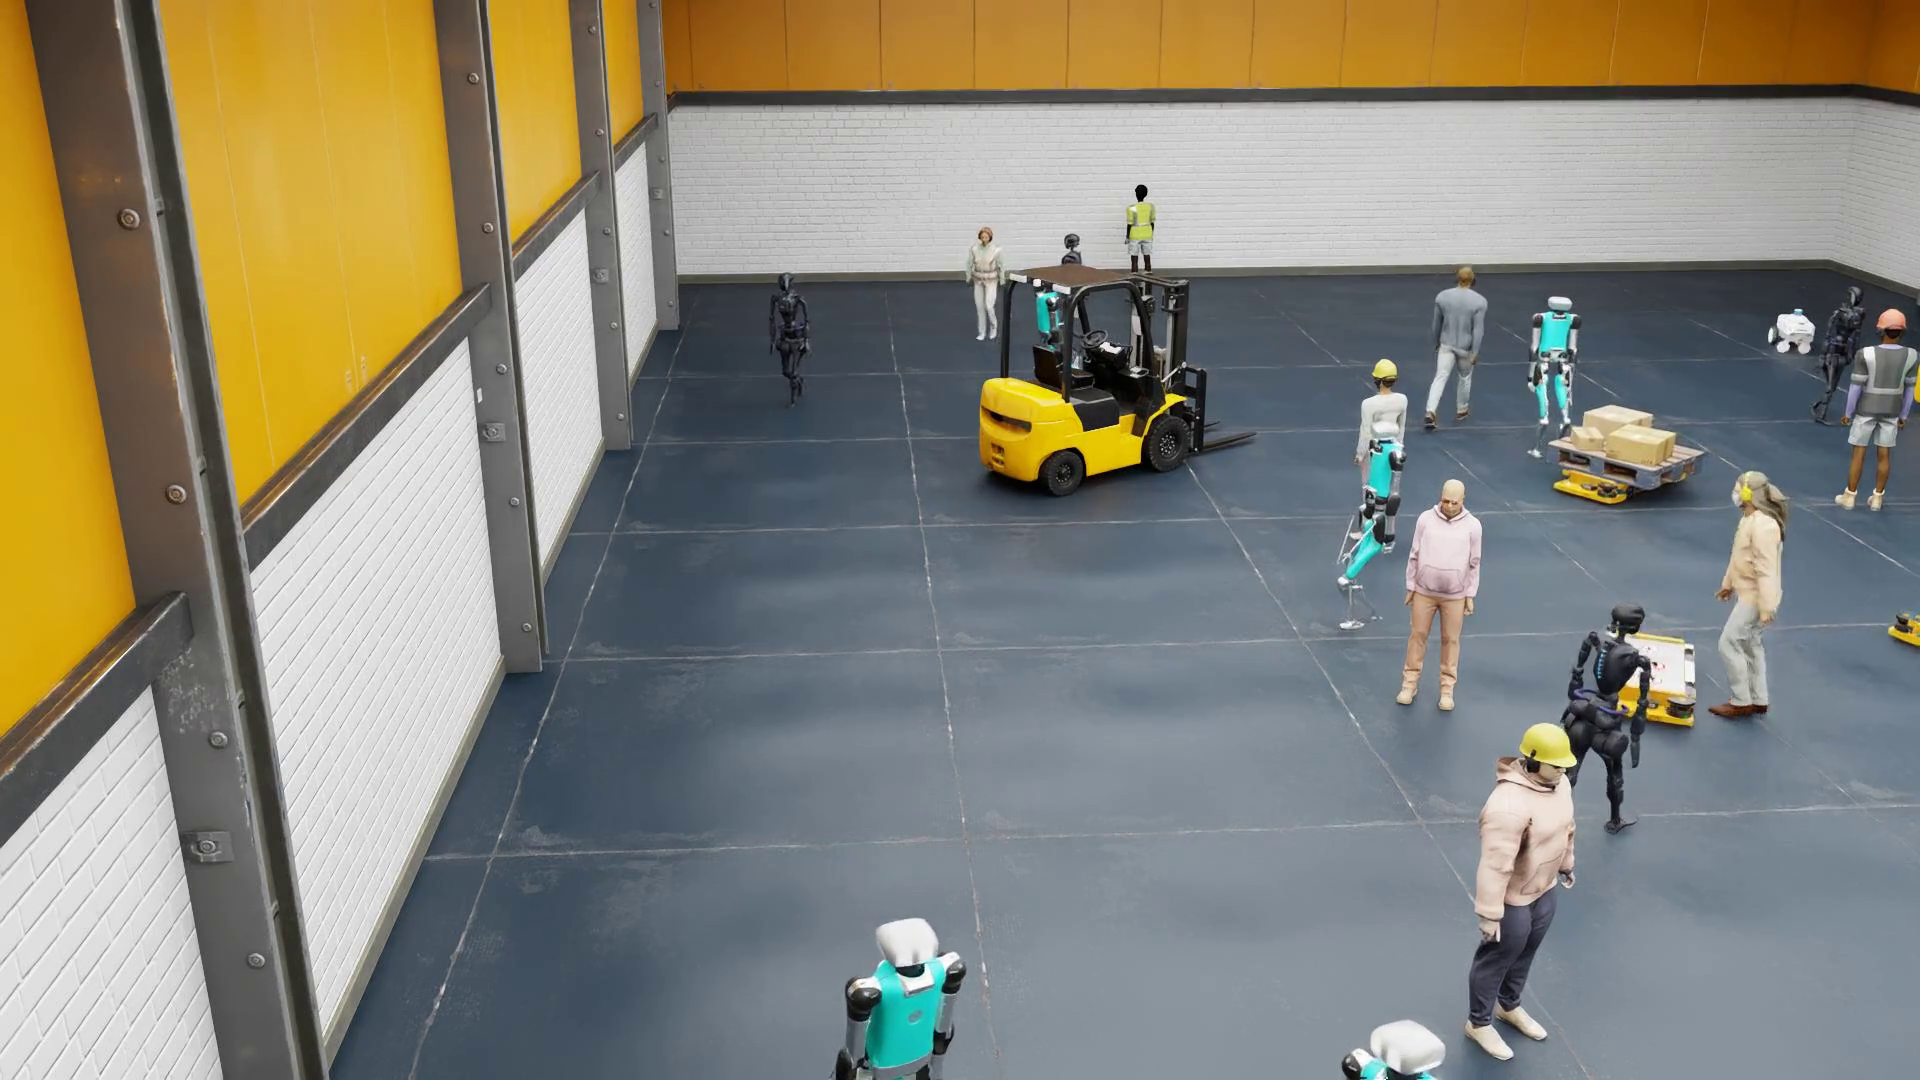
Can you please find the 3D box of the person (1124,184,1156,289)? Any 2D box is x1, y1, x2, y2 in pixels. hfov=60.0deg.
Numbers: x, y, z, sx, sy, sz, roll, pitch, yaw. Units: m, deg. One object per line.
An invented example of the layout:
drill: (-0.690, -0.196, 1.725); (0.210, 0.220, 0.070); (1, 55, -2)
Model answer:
person: (2.906, -4.882, 26.852); (0.529, 1.697, 0.321); (-7, 21, -19)

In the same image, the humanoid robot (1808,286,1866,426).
humanoid robot: (10.361, -2.210, 19.679); (0.613, 1.640, 0.641); (-8, 22, -20)

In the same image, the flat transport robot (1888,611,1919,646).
flat transport robot: (8.318, 0.851, 13.308); (0.659, 0.231, 1.431); (-13, 24, -31)

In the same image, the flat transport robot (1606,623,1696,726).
flat transport robot: (5.302, 1.027, 12.830); (0.659, 0.231, 1.431); (8, 22, 20)

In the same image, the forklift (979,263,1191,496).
forklift: (1.315, -1.764, 17.646); (2.313, 2.155, 1.214); (-14, 24, -33)

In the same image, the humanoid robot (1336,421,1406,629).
humanoid robot: (3.320, -0.084, 13.762); (0.759, 1.811, 0.566); (-3, 20, -8)

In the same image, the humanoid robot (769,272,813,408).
humanoid robot: (-2.023, -2.480, 20.378); (0.609, 1.637, 0.660); (9, 22, 23)

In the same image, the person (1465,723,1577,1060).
person: (2.865, 1.763, 8.524); (0.791, 1.859, 0.427); (-17, 26, -39)

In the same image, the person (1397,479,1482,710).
person: (3.580, 0.388, 12.375); (0.525, 1.781, 0.404); (8, 22, 20)

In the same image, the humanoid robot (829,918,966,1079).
humanoid robot: (-0.377, 2.327, 7.206); (0.556, 1.793, 0.804); (-12, 23, -29)

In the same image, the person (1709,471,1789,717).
person: (5.838, 0.408, 12.244); (0.515, 1.834, 0.590); (7, 21, 17)

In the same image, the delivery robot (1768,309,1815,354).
delivery robot: (11.610, -2.910, 23.168); (0.520, 0.613, 0.784); (4, 21, 11)

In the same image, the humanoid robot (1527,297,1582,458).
humanoid robot: (6.537, -1.697, 18.194); (0.551, 1.823, 0.795); (0, 20, 0)

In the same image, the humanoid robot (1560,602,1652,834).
humanoid robot: (4.040, 1.146, 10.536); (0.730, 1.648, 0.617); (-7, 21, -18)

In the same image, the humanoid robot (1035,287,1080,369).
humanoid robot: (1.239, -2.180, 19.534); (0.743, 1.851, 0.538); (-6, 21, -15)

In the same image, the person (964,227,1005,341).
person: (0.345, -3.610, 23.493); (0.532, 1.624, 0.390); (9, 22, 23)

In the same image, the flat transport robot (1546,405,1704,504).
flat transport robot: (6.935, -0.664, 17.435); (1.431, 0.231, 0.659); (-15, 25, -35)

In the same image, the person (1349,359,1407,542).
person: (3.959, -0.840, 15.741); (0.532, 1.768, 0.308); (-10, 22, -25)

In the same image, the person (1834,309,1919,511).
person: (9.127, -1.287, 16.565); (0.604, 2.044, 0.371); (4, 20, 10)

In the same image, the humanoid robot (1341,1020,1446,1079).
humanoid robot: (1.903, 2.584, 6.489); (0.855, 1.773, 0.575); (-13, 24, -31)

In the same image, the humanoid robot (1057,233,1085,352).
humanoid robot: (1.589, -3.391, 22.828); (0.480, 1.637, 0.589); (7, 21, 18)

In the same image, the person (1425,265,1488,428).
person: (5.771, -2.257, 19.429); (0.645, 1.896, 1.022); (13, 24, 32)

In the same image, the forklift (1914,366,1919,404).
forklift: (12.602, -2.435, 19.475); (2.313, 2.155, 1.214); (-1, 20, -4)
